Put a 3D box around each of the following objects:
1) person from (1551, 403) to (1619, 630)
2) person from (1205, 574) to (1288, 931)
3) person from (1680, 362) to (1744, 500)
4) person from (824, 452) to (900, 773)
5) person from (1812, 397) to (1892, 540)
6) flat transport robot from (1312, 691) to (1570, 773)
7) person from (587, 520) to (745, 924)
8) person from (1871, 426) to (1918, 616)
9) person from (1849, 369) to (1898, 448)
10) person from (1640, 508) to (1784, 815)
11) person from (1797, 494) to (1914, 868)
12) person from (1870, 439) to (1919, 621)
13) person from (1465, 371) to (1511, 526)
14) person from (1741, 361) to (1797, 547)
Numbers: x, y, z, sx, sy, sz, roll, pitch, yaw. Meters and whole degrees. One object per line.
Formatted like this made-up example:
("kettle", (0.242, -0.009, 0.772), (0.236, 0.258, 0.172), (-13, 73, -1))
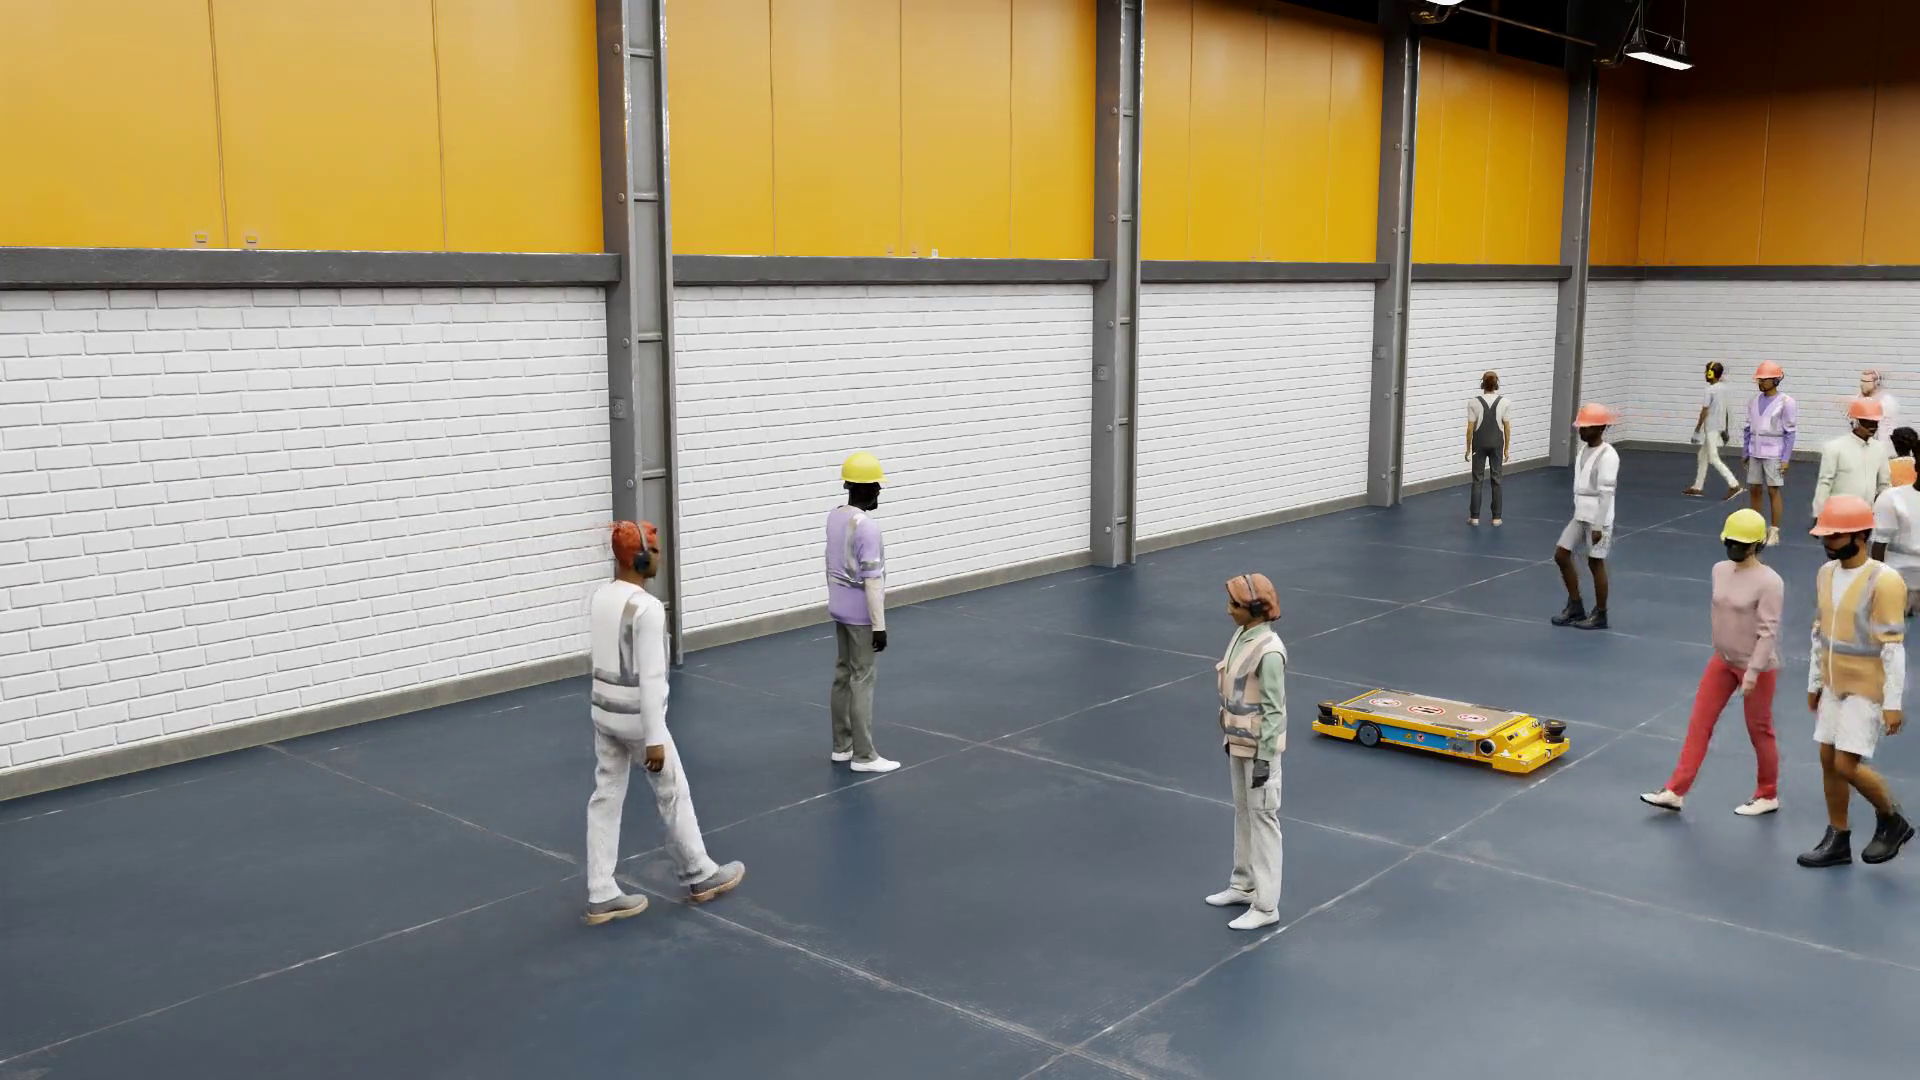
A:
("person", (5.227, -0.186, 13.919), (0.578, 1.914, 0.568), (-2, 9, -10))
("person", (1.337, 0.956, 7.613), (0.310, 1.640, 0.514), (-1, 9, -8))
("person", (10.094, -1.455, 22.162), (0.512, 1.837, 0.878), (-8, 12, -41))
("person", (-0.599, 0.433, 9.994), (0.366, 1.926, 0.594), (-5, 10, -29))
("person", (7.454, -0.183, 13.712), (0.654, 1.967, 0.777), (-3, 9, -18))
("flat transport robot", (3.022, 1.178, 10.503), (1.431, 0.197, 0.652), (8, 12, 40))
("person", (-1.406, 0.823, 7.768), (0.869, 1.850, 0.606), (-9, 12, -43))
("person", (8.330, -0.177, 14.685), (0.533, 1.656, 0.874), (3, 10, 18))
("person", (10.475, -1.040, 19.358), (0.690, 1.883, 0.680), (-2, 9, -13))
("person", (4.162, 0.685, 9.054), (0.862, 1.725, 0.541), (-3, 9, -16))
("person", (4.427, 0.723, 8.231), (0.540, 1.913, 0.601), (-2, 9, -10))
("person", (6.429, 0.251, 11.192), (0.633, 1.908, 1.024), (1, 9, 4))
("person", (6.267, -1.083, 19.768), (0.505, 1.847, 0.346), (2, 9, 12))
("person", (8.842, -0.944, 18.277), (0.394, 2.042, 0.611), (-4, 10, -22))
